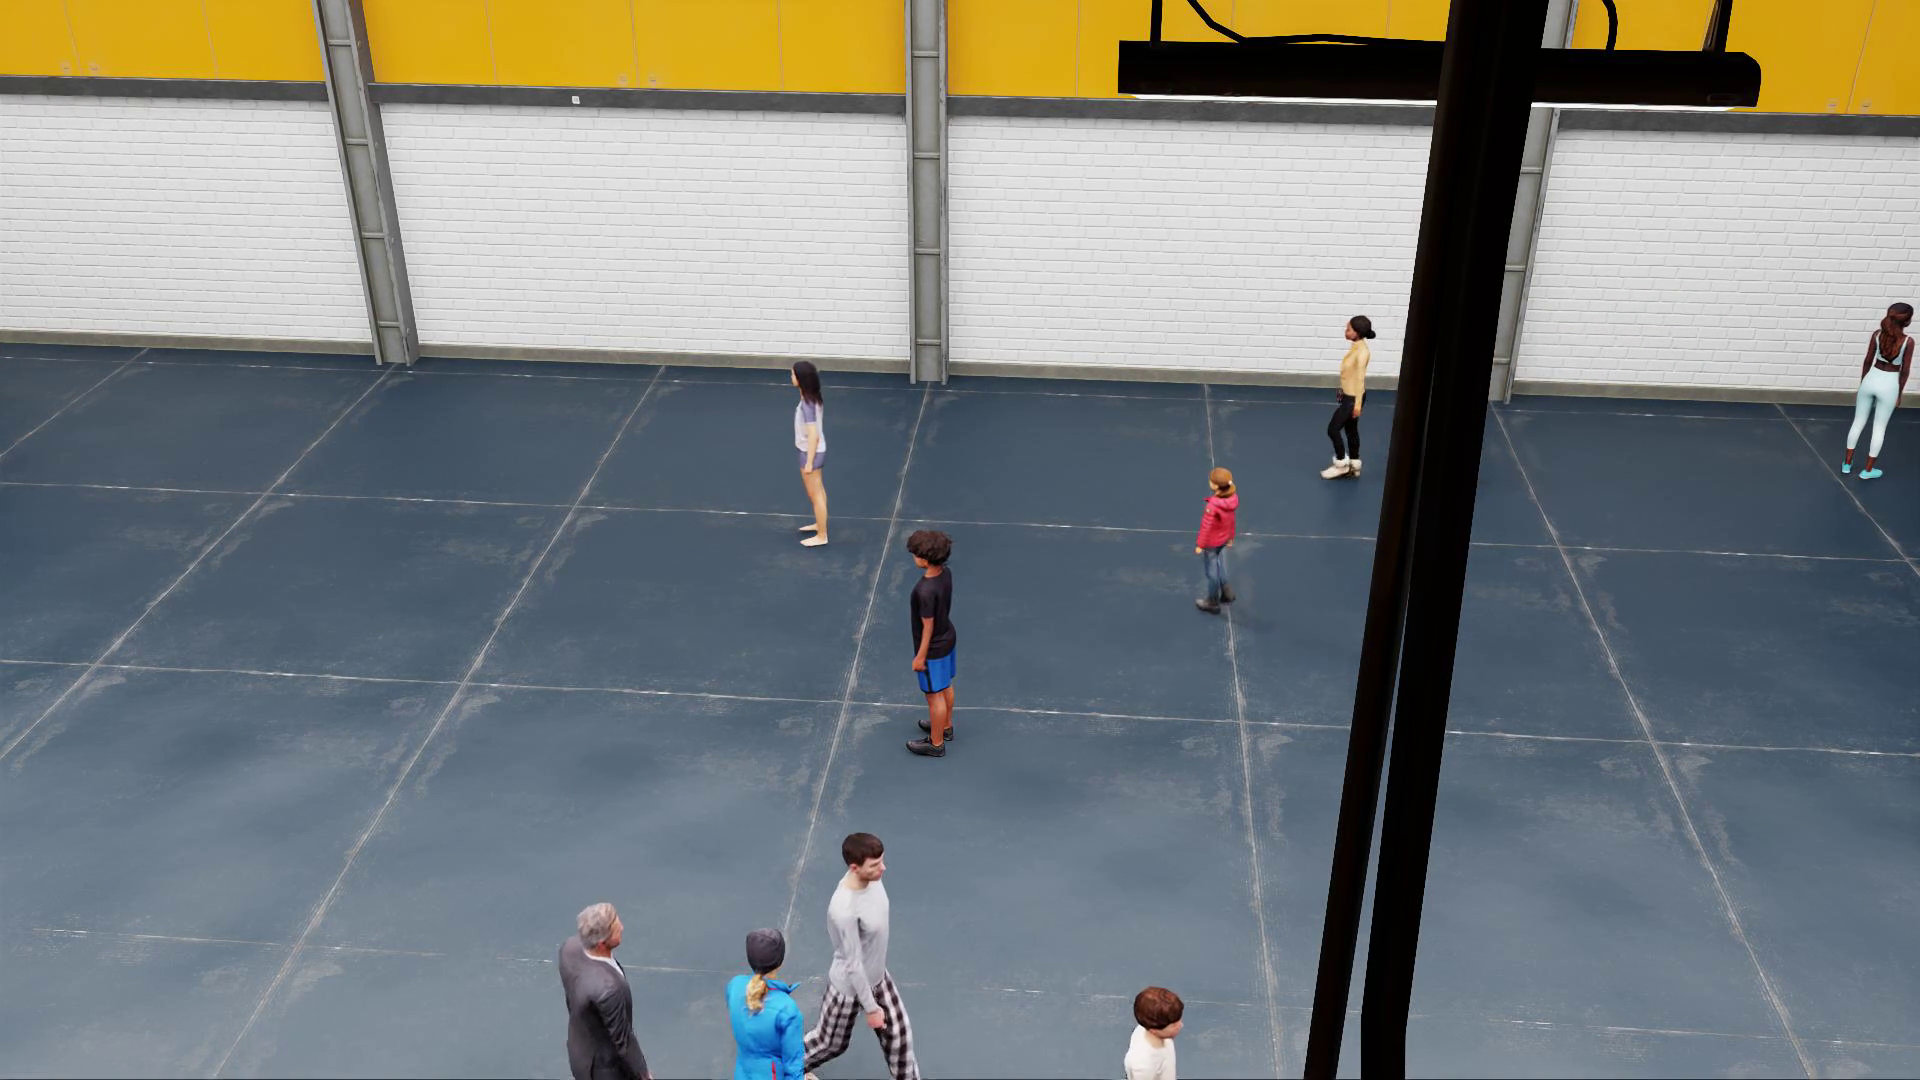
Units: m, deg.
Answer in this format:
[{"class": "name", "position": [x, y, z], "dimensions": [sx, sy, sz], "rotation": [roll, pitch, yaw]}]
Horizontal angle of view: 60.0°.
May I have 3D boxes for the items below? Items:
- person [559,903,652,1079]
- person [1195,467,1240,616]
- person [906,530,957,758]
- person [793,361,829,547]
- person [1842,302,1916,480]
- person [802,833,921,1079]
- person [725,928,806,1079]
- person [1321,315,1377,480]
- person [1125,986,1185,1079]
[{"class": "person", "position": [-1.847, 2.595, 8.315], "dimensions": [0.866, 1.824, 0.854], "rotation": [-14, 32, -24]}, {"class": "person", "position": [2.141, 0.031, 13.553], "dimensions": [0.675, 1.308, 0.623], "rotation": [22, 35, 34]}, {"class": "person", "position": [-0.175, 0.721, 11.783], "dimensions": [0.637, 1.792, 0.659], "rotation": [10, 30, 17]}, {"class": "person", "position": [-1.303, -0.771, 14.583], "dimensions": [0.533, 1.731, 0.602], "rotation": [-1, 29, -1]}, {"class": "person", "position": [8.724, -1.424, 15.785], "dimensions": [0.711, 1.726, 0.646], "rotation": [-23, 36, -36]}, {"class": "person", "position": [-0.629, 2.318, 8.846], "dimensions": [1.251, 1.803, 0.915], "rotation": [12, 31, 21]}, {"class": "person", "position": [-0.996, 2.732, 8.119], "dimensions": [1.051, 1.771, 1.031], "rotation": [20, 34, 32]}, {"class": "person", "position": [3.778, -1.329, 15.692], "dimensions": [0.608, 1.648, 0.617], "rotation": [4, 29, 7]}, {"class": "person", "position": [0.844, 2.813, 8.117], "dimensions": [1.110, 1.631, 0.721], "rotation": [8, 30, 14]}]
